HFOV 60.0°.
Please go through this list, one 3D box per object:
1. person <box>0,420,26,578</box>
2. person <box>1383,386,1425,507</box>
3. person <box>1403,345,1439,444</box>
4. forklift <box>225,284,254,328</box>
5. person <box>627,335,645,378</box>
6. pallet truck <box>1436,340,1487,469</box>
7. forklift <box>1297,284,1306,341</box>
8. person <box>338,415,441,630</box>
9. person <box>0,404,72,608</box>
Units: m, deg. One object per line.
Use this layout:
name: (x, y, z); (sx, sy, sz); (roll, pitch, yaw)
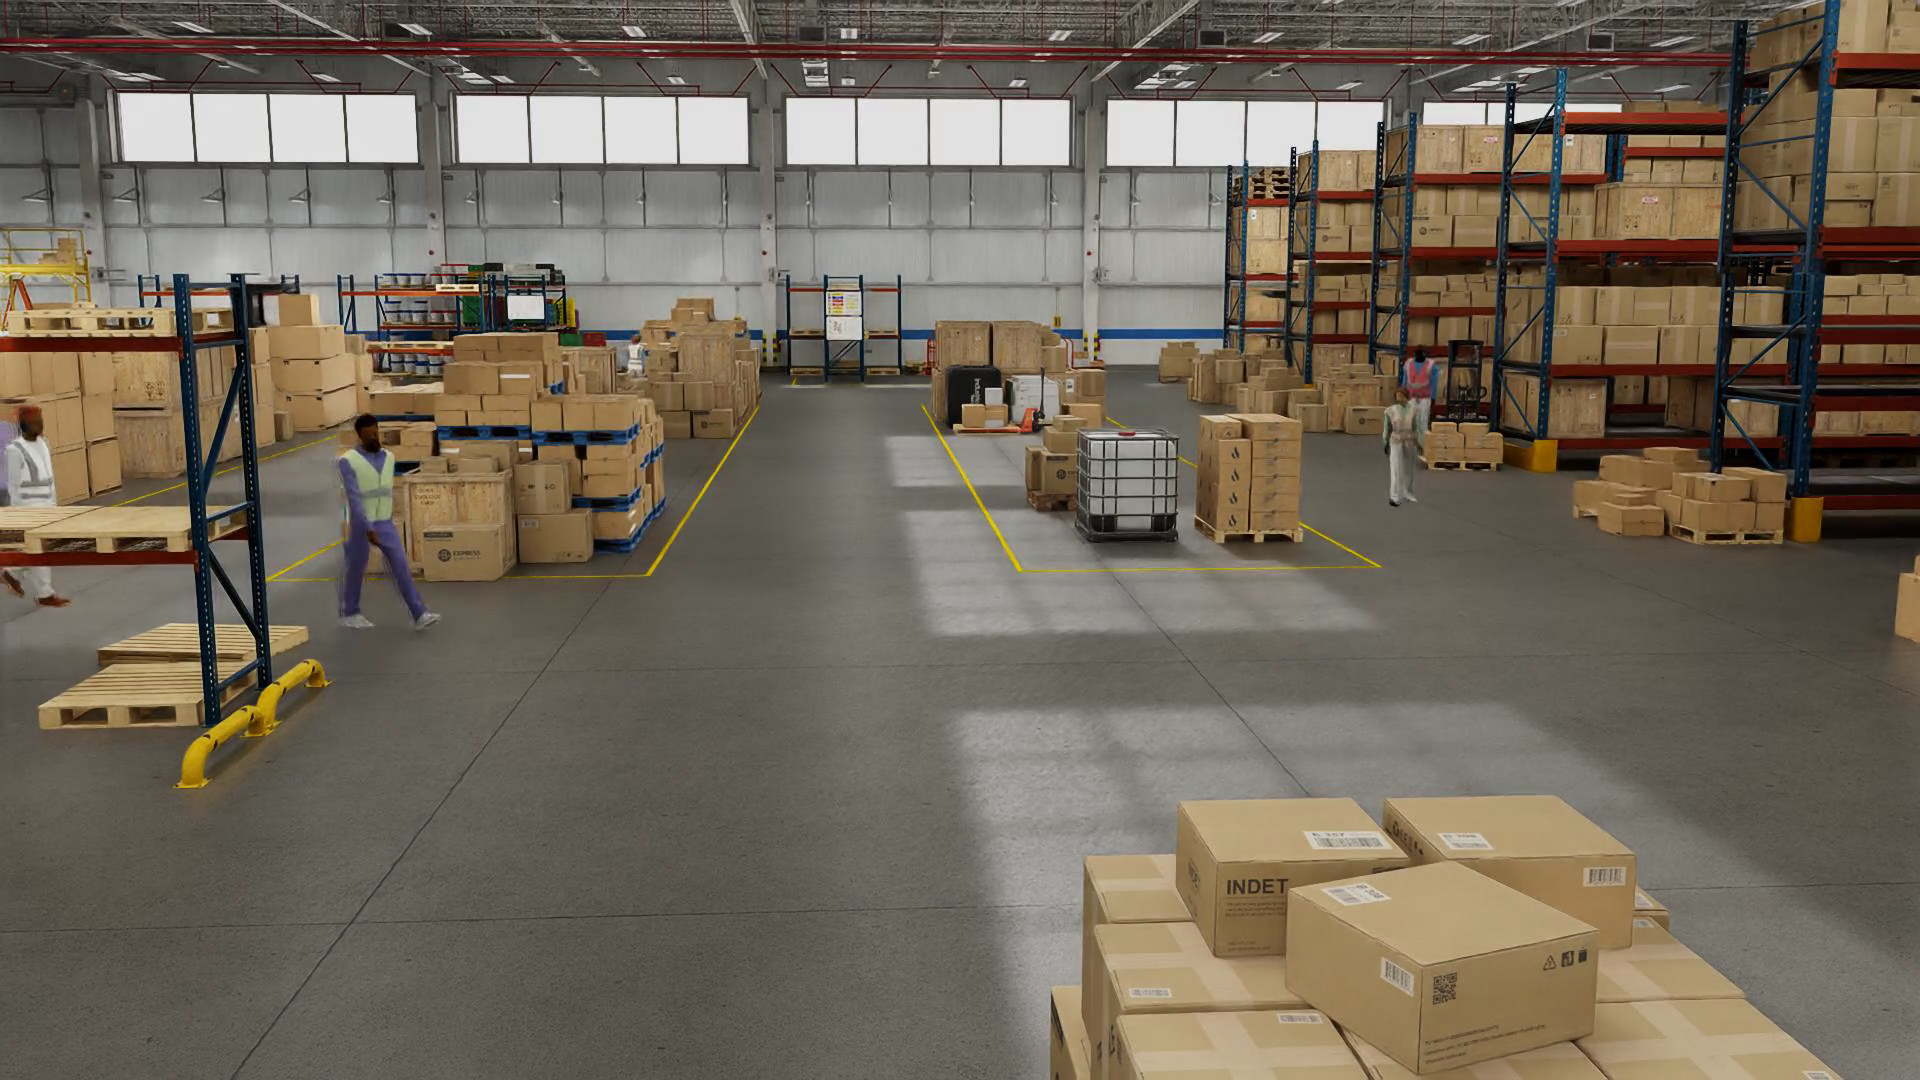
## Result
person: (-9.629, -0.546, 16.515); (0.425, 1.913, 0.597); (6, 11, 34)
person: (5.848, -1.235, 21.872); (0.537, 1.576, 0.939); (2, 9, 13)
person: (8.027, -2.503, 29.112); (0.627, 1.811, 0.818); (4, 10, 25)
forklift: (-16.453, -4.480, 38.161); (1.873, 2.768, 1.129); (-2, 9, -10)
person: (-7.712, -4.110, 39.828); (0.533, 1.595, 0.832); (3, 10, 19)
pallet truck: (8.004, -2.170, 26.422); (0.823, 1.965, 1.885); (2, 9, 14)
forklift: (8.900, -5.205, 42.716); (1.873, 2.768, 1.129); (-1, 9, -4)
person: (-4.928, -0.130, 14.050); (1.000, 1.855, 0.585); (5, 10, 30)
person: (-8.466, -0.302, 15.109); (0.603, 1.865, 0.588); (0, 9, -2)
